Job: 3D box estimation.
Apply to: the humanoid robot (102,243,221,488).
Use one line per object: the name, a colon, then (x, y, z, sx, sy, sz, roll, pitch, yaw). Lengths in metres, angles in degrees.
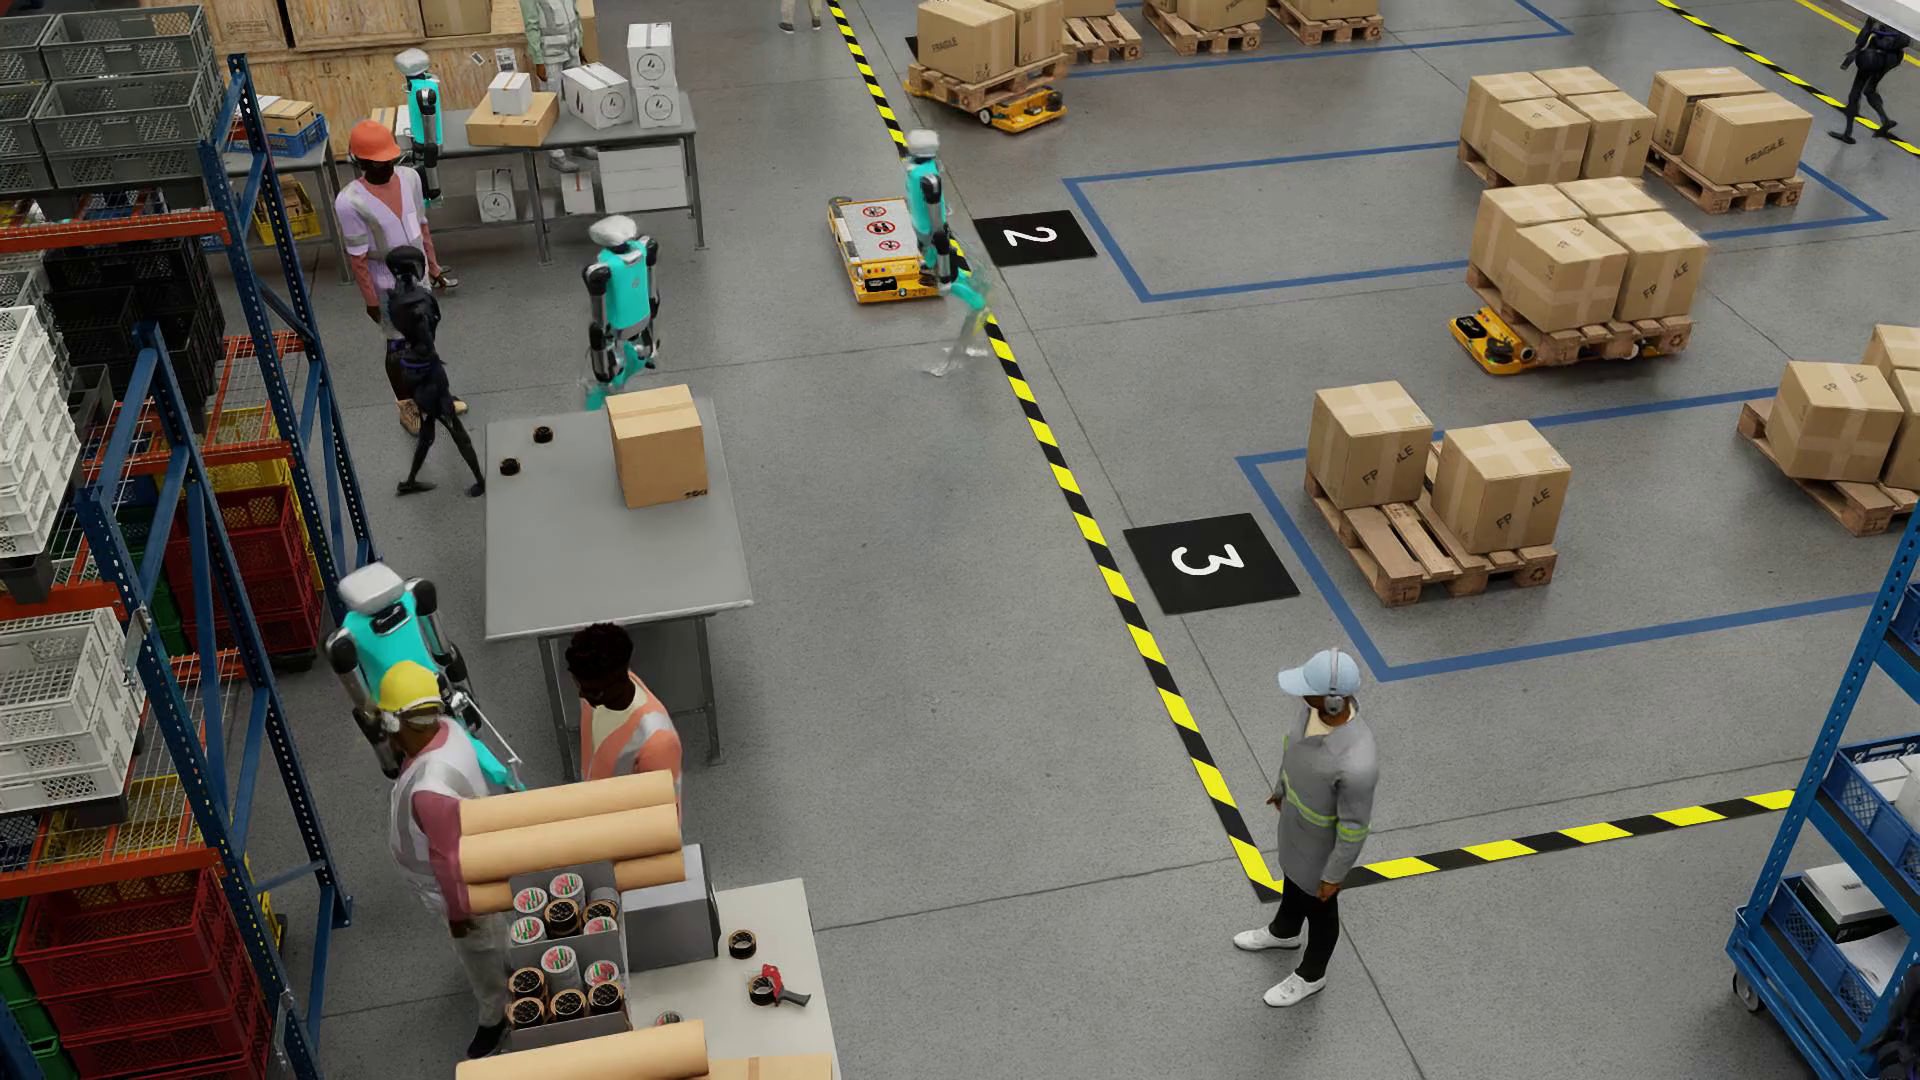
humanoid robot: (-4.645, -0.931, 9.632, 0.610, 1.644, 0.467, -9, 38, -12)

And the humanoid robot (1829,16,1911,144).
humanoid robot: (7.732, -4.091, 13.880, 0.608, 1.644, 0.463, -15, 39, -19)

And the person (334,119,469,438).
person: (-3.430, -1.607, 10.229, 0.367, 2.044, 0.607, 20, 41, 25)

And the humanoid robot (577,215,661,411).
humanoid robot: (-2.150, -1.133, 9.903, 0.803, 1.813, 0.530, 21, 42, 26)

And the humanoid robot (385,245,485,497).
humanoid robot: (-3.123, -0.978, 9.721, 0.615, 1.646, 0.584, -20, 41, -25)

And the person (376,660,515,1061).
person: (-2.001, 1.284, 6.570, 0.407, 1.779, 0.658, -10, 38, -14)

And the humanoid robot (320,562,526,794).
humanoid robot: (-2.148, 0.921, 7.117, 1.050, 1.745, 0.566, 23, 42, 28)

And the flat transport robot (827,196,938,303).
flat transport robot: (-0.570, -2.220, 12.538, 0.659, 0.231, 1.431, -8, 37, -10)

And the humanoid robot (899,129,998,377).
humanoid robot: (0.006, -1.852, 10.830, 0.801, 1.770, 0.551, -12, 38, -16)

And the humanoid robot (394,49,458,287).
humanoid robot: (-3.907, -2.561, 11.655, 0.735, 1.675, 0.533, -13, 39, -17)

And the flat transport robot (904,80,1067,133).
flat transport robot: (0.218, -4.030, 14.947, 0.652, 0.197, 1.431, -30, 46, -34)

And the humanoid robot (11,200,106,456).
humanoid robot: (-5.517, -1.287, 10.067, 0.816, 1.788, 0.555, 10, 38, 13)

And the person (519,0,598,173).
person: (-3.253, -3.961, 13.483, 0.405, 1.940, 0.604, 18, 40, 23)

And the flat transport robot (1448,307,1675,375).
flat transport robot: (4.189, -1.464, 11.498, 1.431, 0.197, 0.652, -8, 37, -10)

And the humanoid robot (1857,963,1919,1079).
humanoid robot: (3.399, 1.917, 5.832, 0.708, 1.631, 0.607, 12, 38, 16)

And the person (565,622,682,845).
person: (-1.316, 1.104, 6.661, 0.402, 1.955, 0.602, -24, 43, -29)

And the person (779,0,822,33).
person: (-1.604, -5.822, 16.119, 0.572, 1.769, 0.399, -13, 38, -16)

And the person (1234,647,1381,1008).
person: (1.395, 1.150, 6.685, 0.396, 1.849, 0.587, -7, 37, -10)
